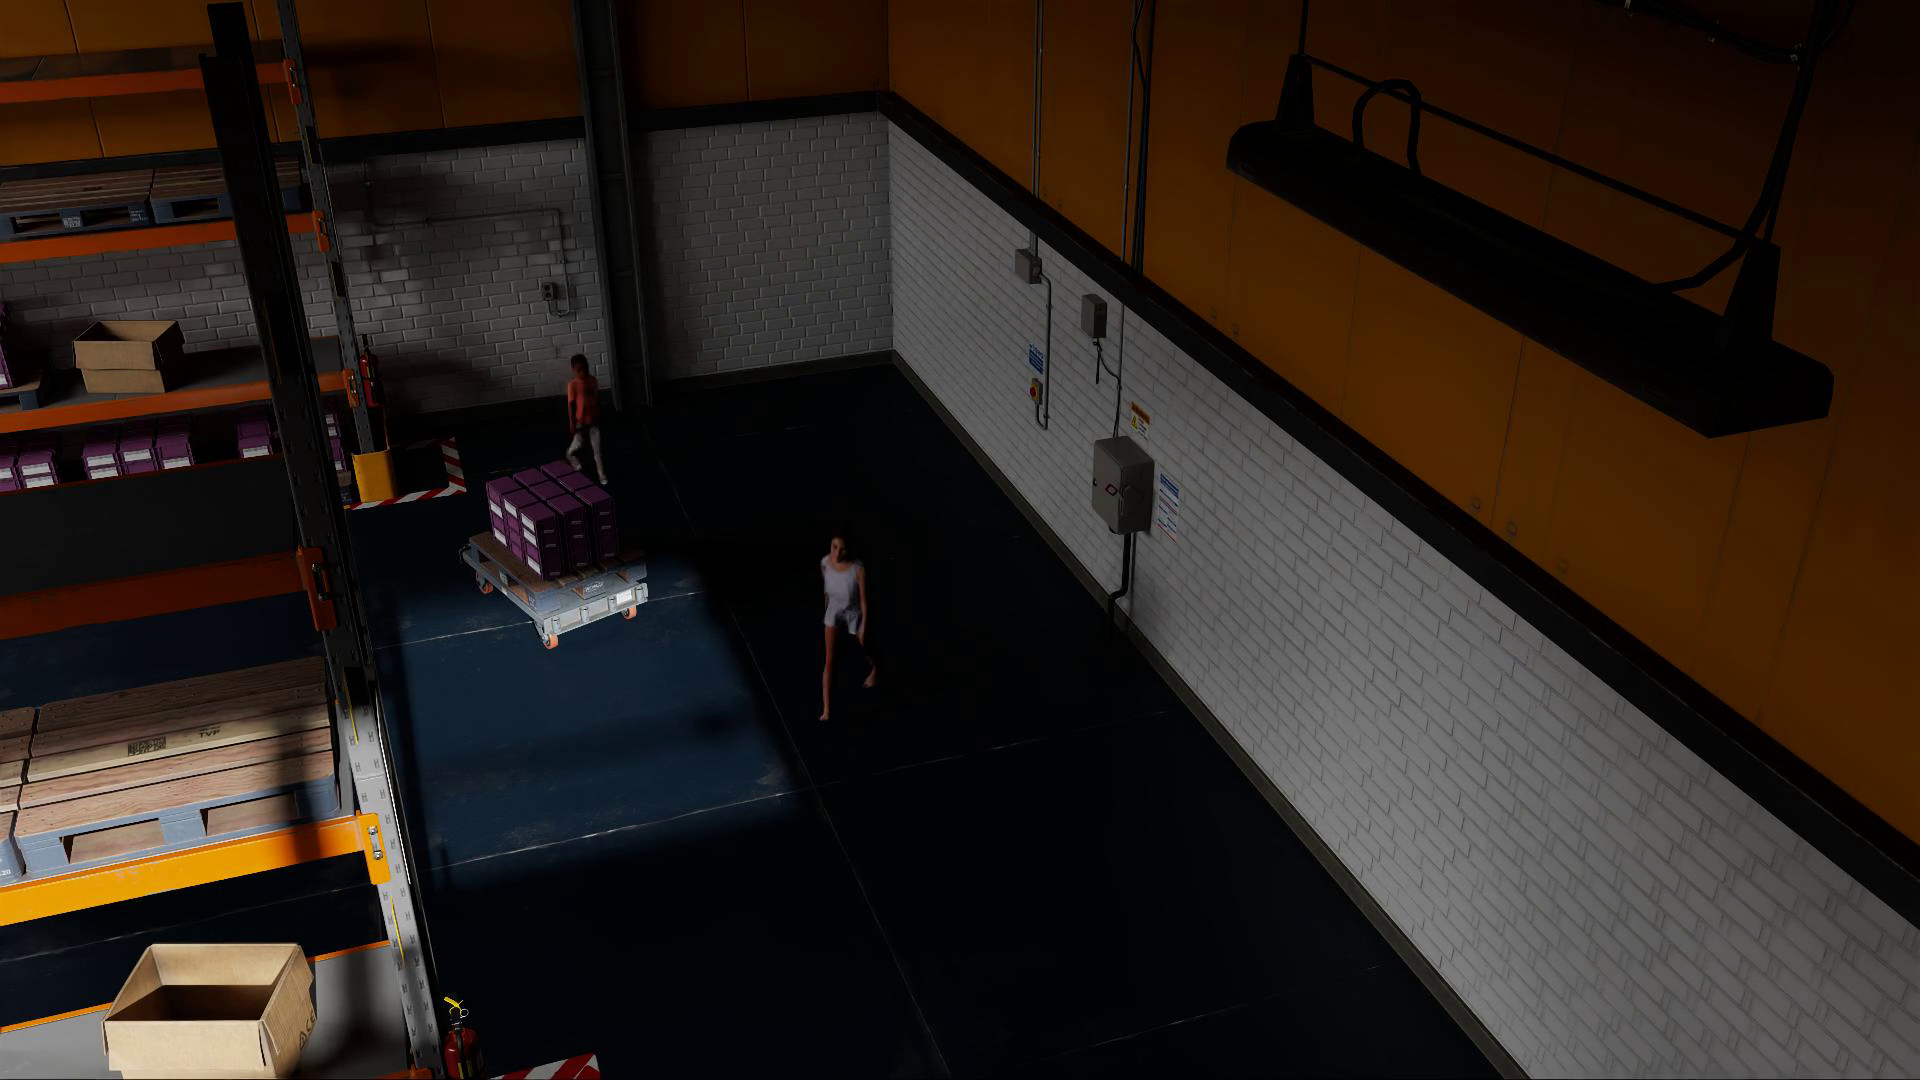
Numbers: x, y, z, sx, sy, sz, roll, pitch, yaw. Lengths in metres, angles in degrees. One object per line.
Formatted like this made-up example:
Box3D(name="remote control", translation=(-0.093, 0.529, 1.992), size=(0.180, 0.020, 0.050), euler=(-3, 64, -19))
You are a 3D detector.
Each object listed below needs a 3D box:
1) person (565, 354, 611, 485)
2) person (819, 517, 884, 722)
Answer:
Box3D(name="person", translation=(-3.637, -1.199, 15.984), size=(0.894, 1.291, 0.754), euler=(-21, 35, -33))
Box3D(name="person", translation=(-0.794, 0.535, 12.502), size=(1.066, 1.582, 1.099), euler=(14, 32, 24))
